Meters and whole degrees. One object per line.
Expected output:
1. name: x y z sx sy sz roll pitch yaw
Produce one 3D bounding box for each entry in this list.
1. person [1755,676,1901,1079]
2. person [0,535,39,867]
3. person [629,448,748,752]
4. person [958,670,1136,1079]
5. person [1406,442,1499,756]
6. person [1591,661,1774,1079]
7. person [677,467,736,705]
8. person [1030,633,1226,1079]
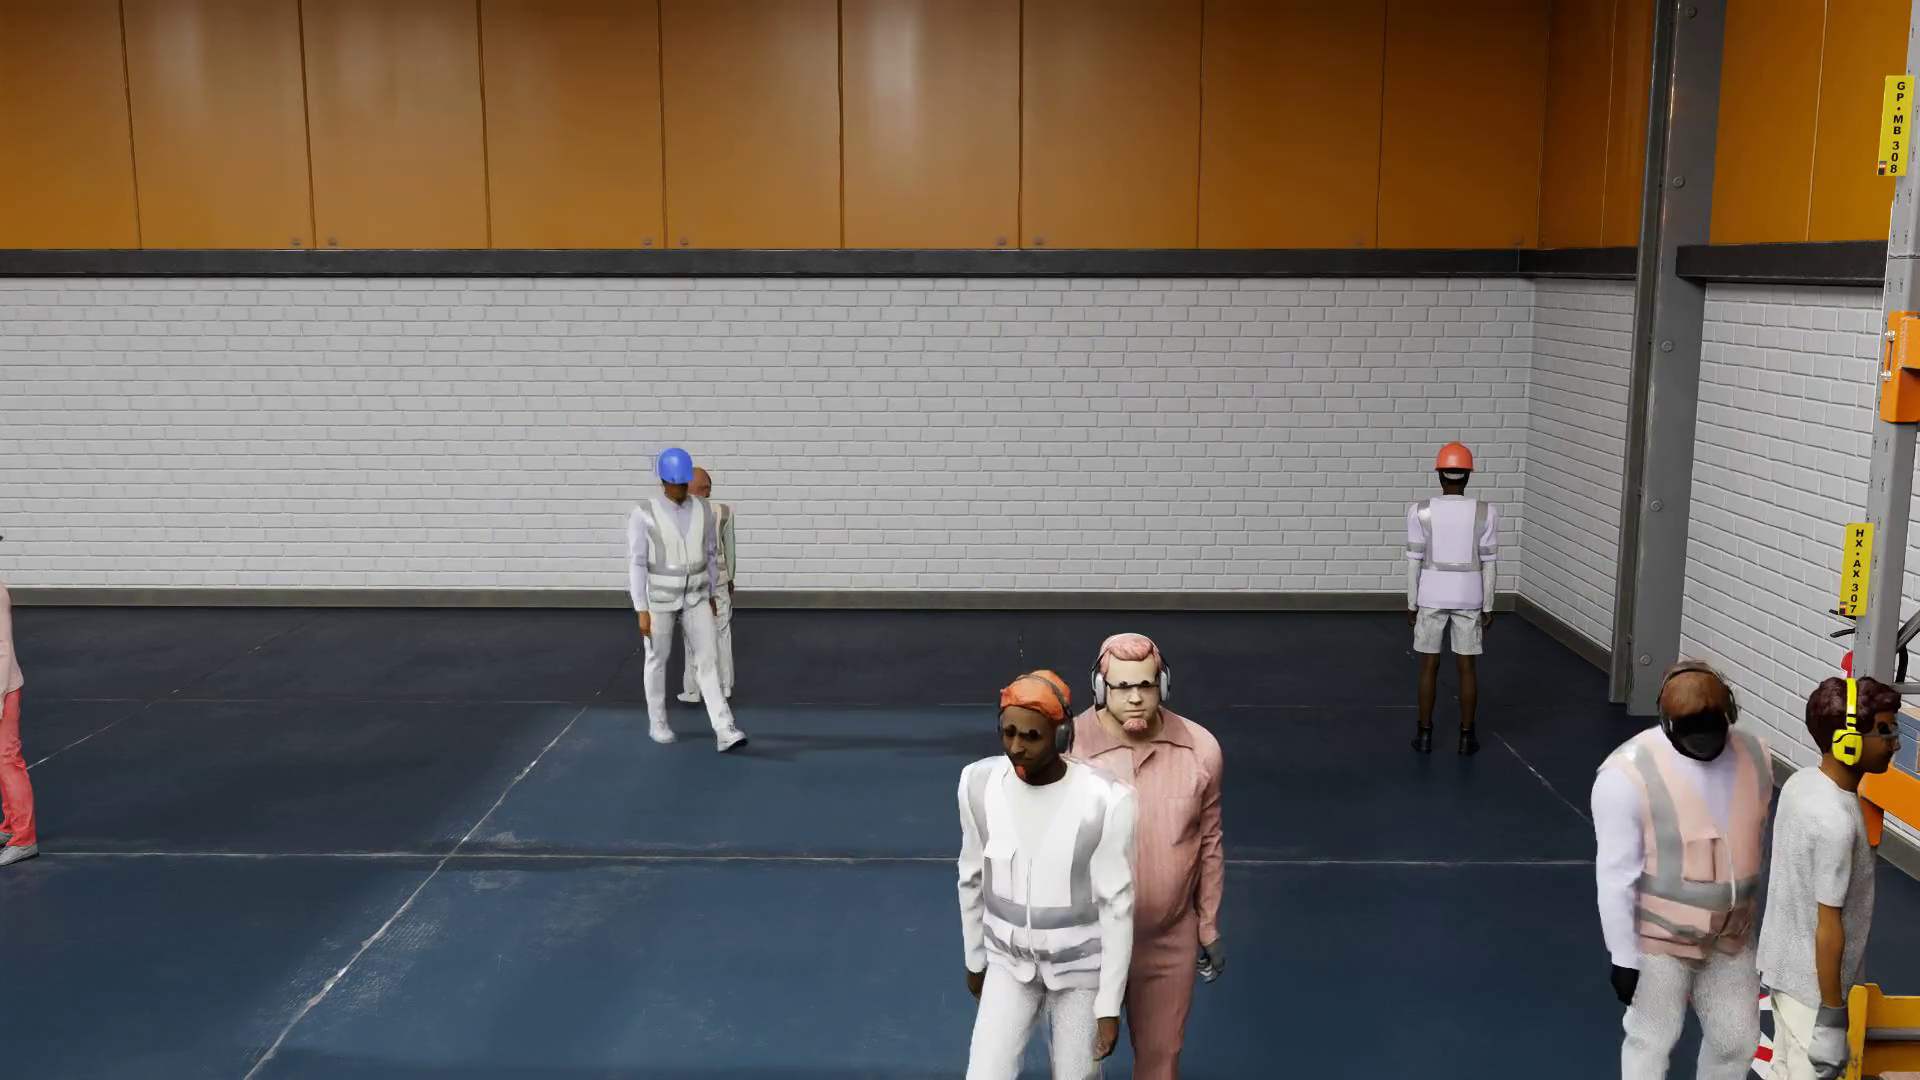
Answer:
1. person: 2.481 1.299 4.803 0.332 1.872 0.514 3 10 16
2. person: -4.889 0.757 8.362 0.313 1.767 0.533 -7 12 -36
3. person: -1.696 0.383 10.215 0.636 1.891 0.966 -6 11 -33
4. person: 0.254 1.280 4.954 0.585 1.861 0.486 4 10 22
5. person: 3.006 0.365 10.215 0.543 1.933 0.364 3 10 15
6. person: 2.299 1.248 5.331 0.661 1.802 0.464 -2 10 -14
7. person: -1.771 0.314 11.405 0.512 1.636 0.312 -5 11 -29
8. person: 0.519 1.222 5.156 0.654 1.906 0.408 -2 10 -10
